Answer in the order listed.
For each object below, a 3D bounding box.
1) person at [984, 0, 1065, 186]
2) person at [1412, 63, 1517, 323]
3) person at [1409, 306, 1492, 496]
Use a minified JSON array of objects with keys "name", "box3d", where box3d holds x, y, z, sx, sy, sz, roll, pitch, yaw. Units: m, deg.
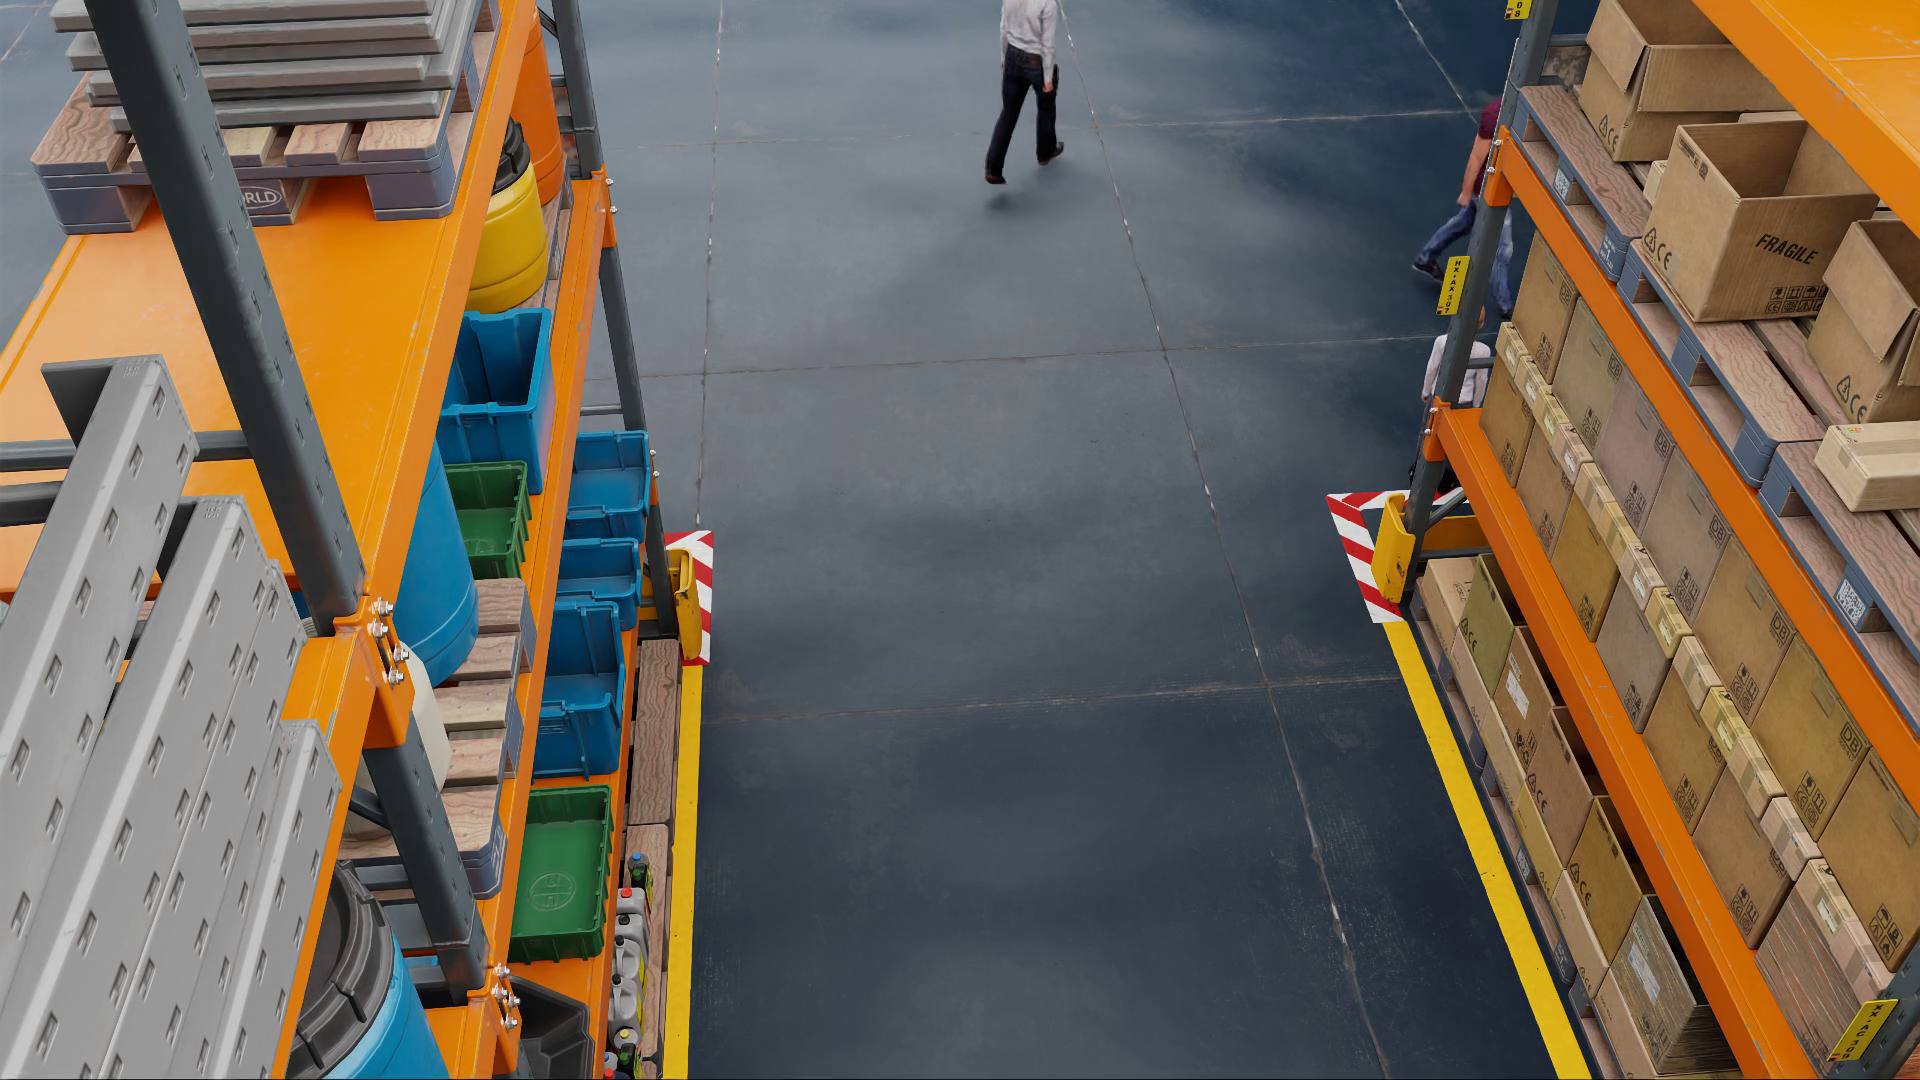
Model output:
[{"name":"person","box3d":[0.445,-3.367,11.905,1.149,1.785,1.265,25,48,25]},{"name":"person","box3d":[3.374,-2.326,10.749,1.232,1.798,1.186,29,50,28]},{"name":"person","box3d":[2.795,-0.811,9.466,0.575,1.280,0.617,18,45,19]}]
